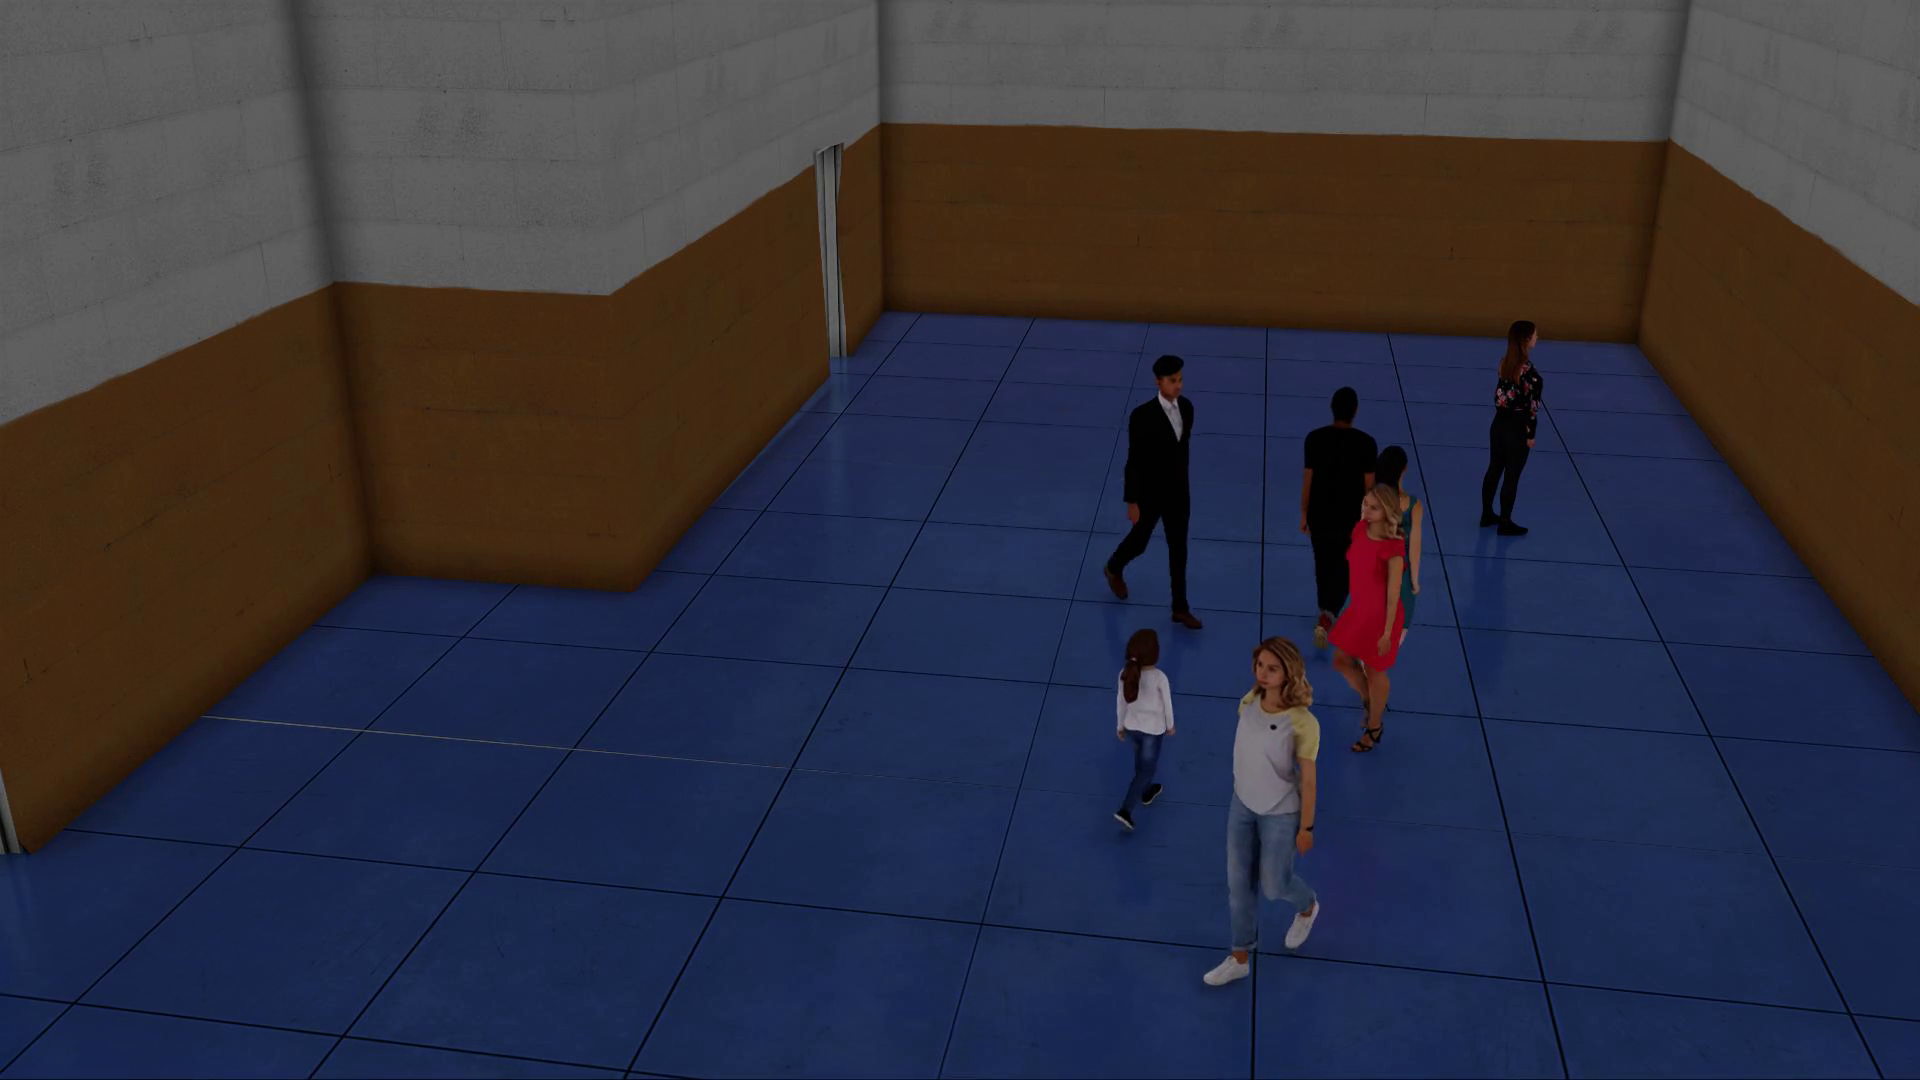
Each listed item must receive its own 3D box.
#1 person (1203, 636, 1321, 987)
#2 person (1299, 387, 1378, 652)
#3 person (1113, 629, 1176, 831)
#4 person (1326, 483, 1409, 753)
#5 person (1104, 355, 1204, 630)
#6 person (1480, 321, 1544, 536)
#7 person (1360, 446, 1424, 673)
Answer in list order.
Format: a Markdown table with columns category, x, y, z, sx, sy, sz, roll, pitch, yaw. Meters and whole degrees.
| category | x | y | z | sx | sy | sz | roll | pitch | yaw |
| --- | --- | --- | --- | --- | --- | --- | --- | --- | --- |
| person | 1.467 | 1.215 | 7.565 | 1.040 | 1.711 | 0.984 | -15 | 26 | -33 |
| person | 2.442 | -0.119 | 10.877 | 1.095 | 1.732 | 0.873 | 9 | 24 | 21 |
| person | 0.963 | 1.015 | 8.911 | 0.789 | 1.094 | 0.707 | 15 | 27 | 34 |
| person | 2.428 | 0.432 | 9.540 | 0.826 | 1.707 | 0.764 | -9 | 23 | -20 |
| person | 1.301 | -0.361 | 11.330 | 1.251 | 1.844 | 1.288 | -13 | 25 | -29 |
| person | 4.251 | -0.871 | 12.814 | 0.661 | 1.684 | 0.653 | -8 | 23 | -18 |
| person | 2.532 | 0.265 | 9.999 | 0.733 | 1.674 | 0.770 | 15 | 26 | 32 |
